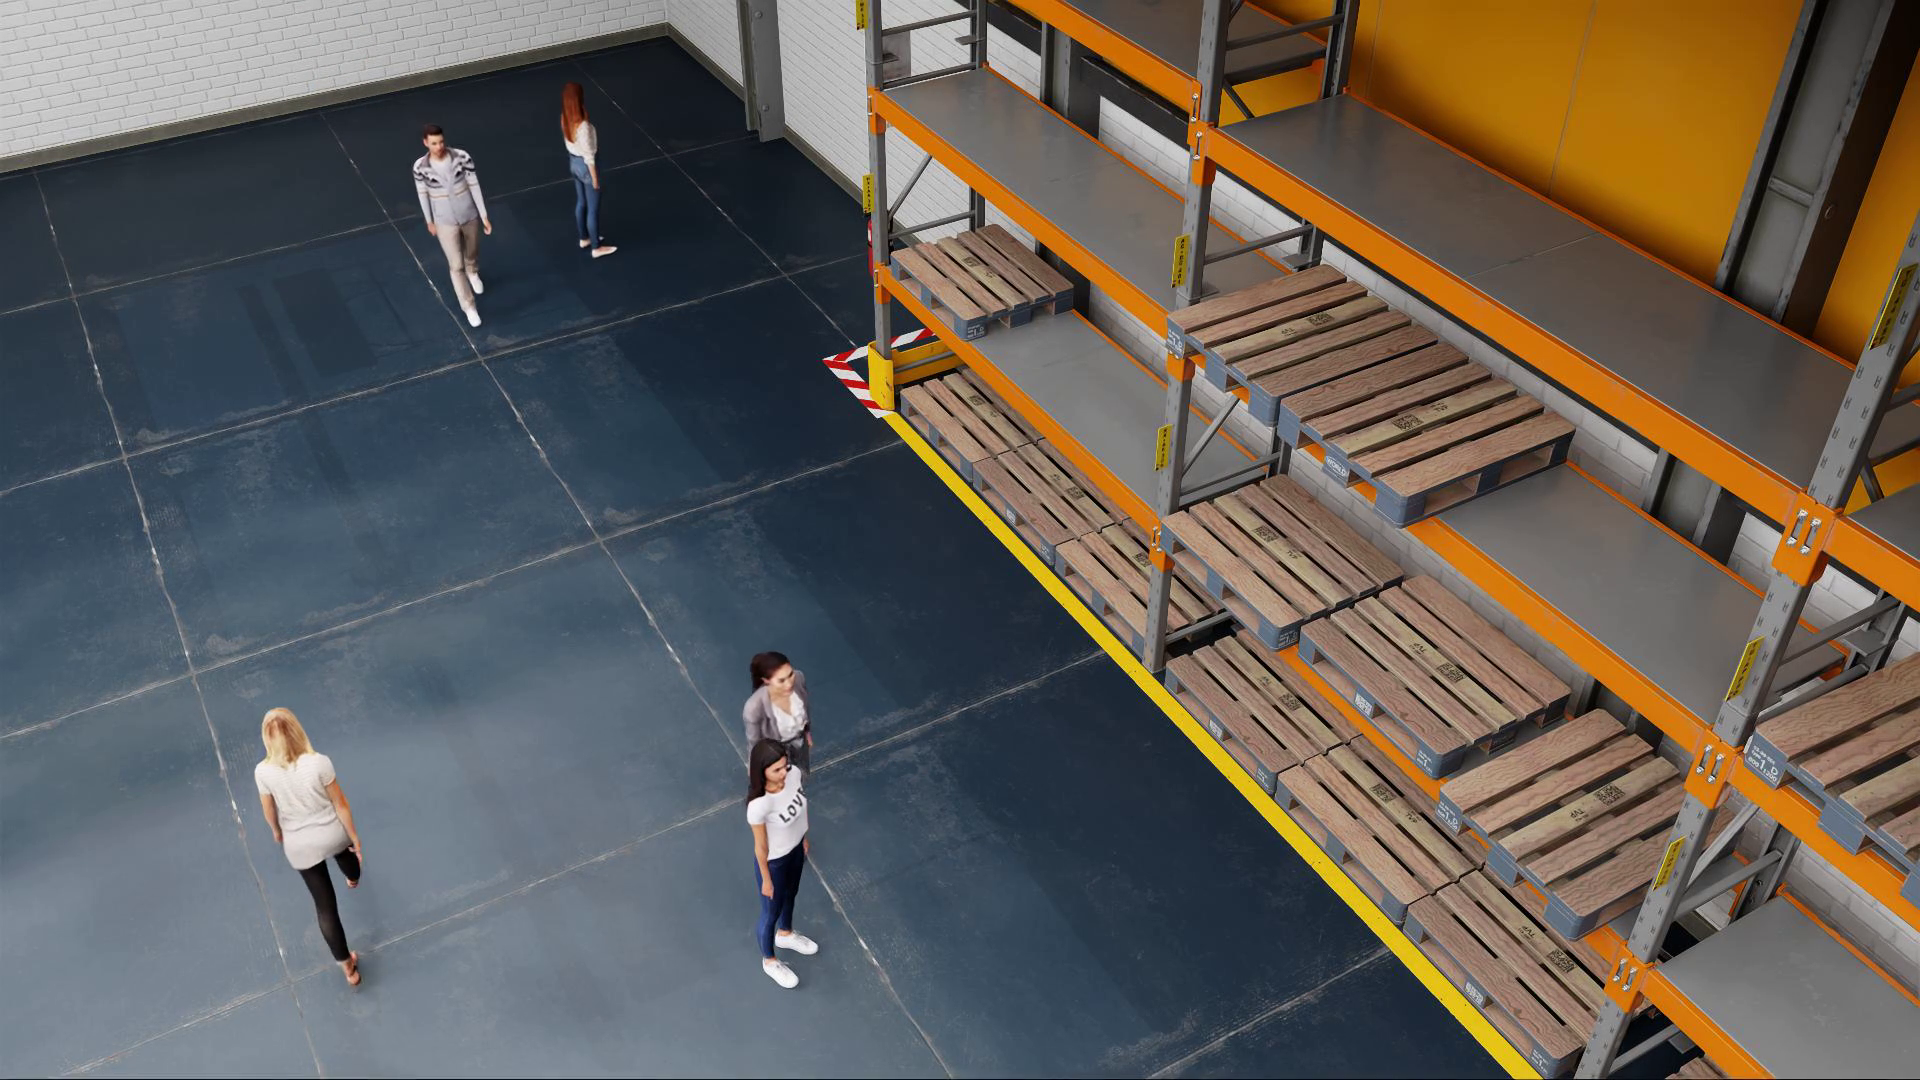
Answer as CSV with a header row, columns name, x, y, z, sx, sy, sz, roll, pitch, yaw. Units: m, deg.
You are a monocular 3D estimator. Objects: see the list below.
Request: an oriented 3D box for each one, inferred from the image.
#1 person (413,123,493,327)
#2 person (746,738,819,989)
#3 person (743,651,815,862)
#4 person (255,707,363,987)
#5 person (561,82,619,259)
name,x,y,z,sx,sy,sz,roll,pitch,yaw
person,-4.576,-2.957,15.063,0.736,1.834,1.196,-17,42,-20
person,-1.009,1.757,9.208,0.692,1.774,0.671,17,42,20
person,-1.119,1.243,9.946,0.903,1.656,0.789,32,48,33
person,-3.561,1.730,9.242,0.818,1.773,1.273,-12,40,-14
person,-3.598,-3.542,15.879,0.674,1.728,0.488,-27,46,-30
